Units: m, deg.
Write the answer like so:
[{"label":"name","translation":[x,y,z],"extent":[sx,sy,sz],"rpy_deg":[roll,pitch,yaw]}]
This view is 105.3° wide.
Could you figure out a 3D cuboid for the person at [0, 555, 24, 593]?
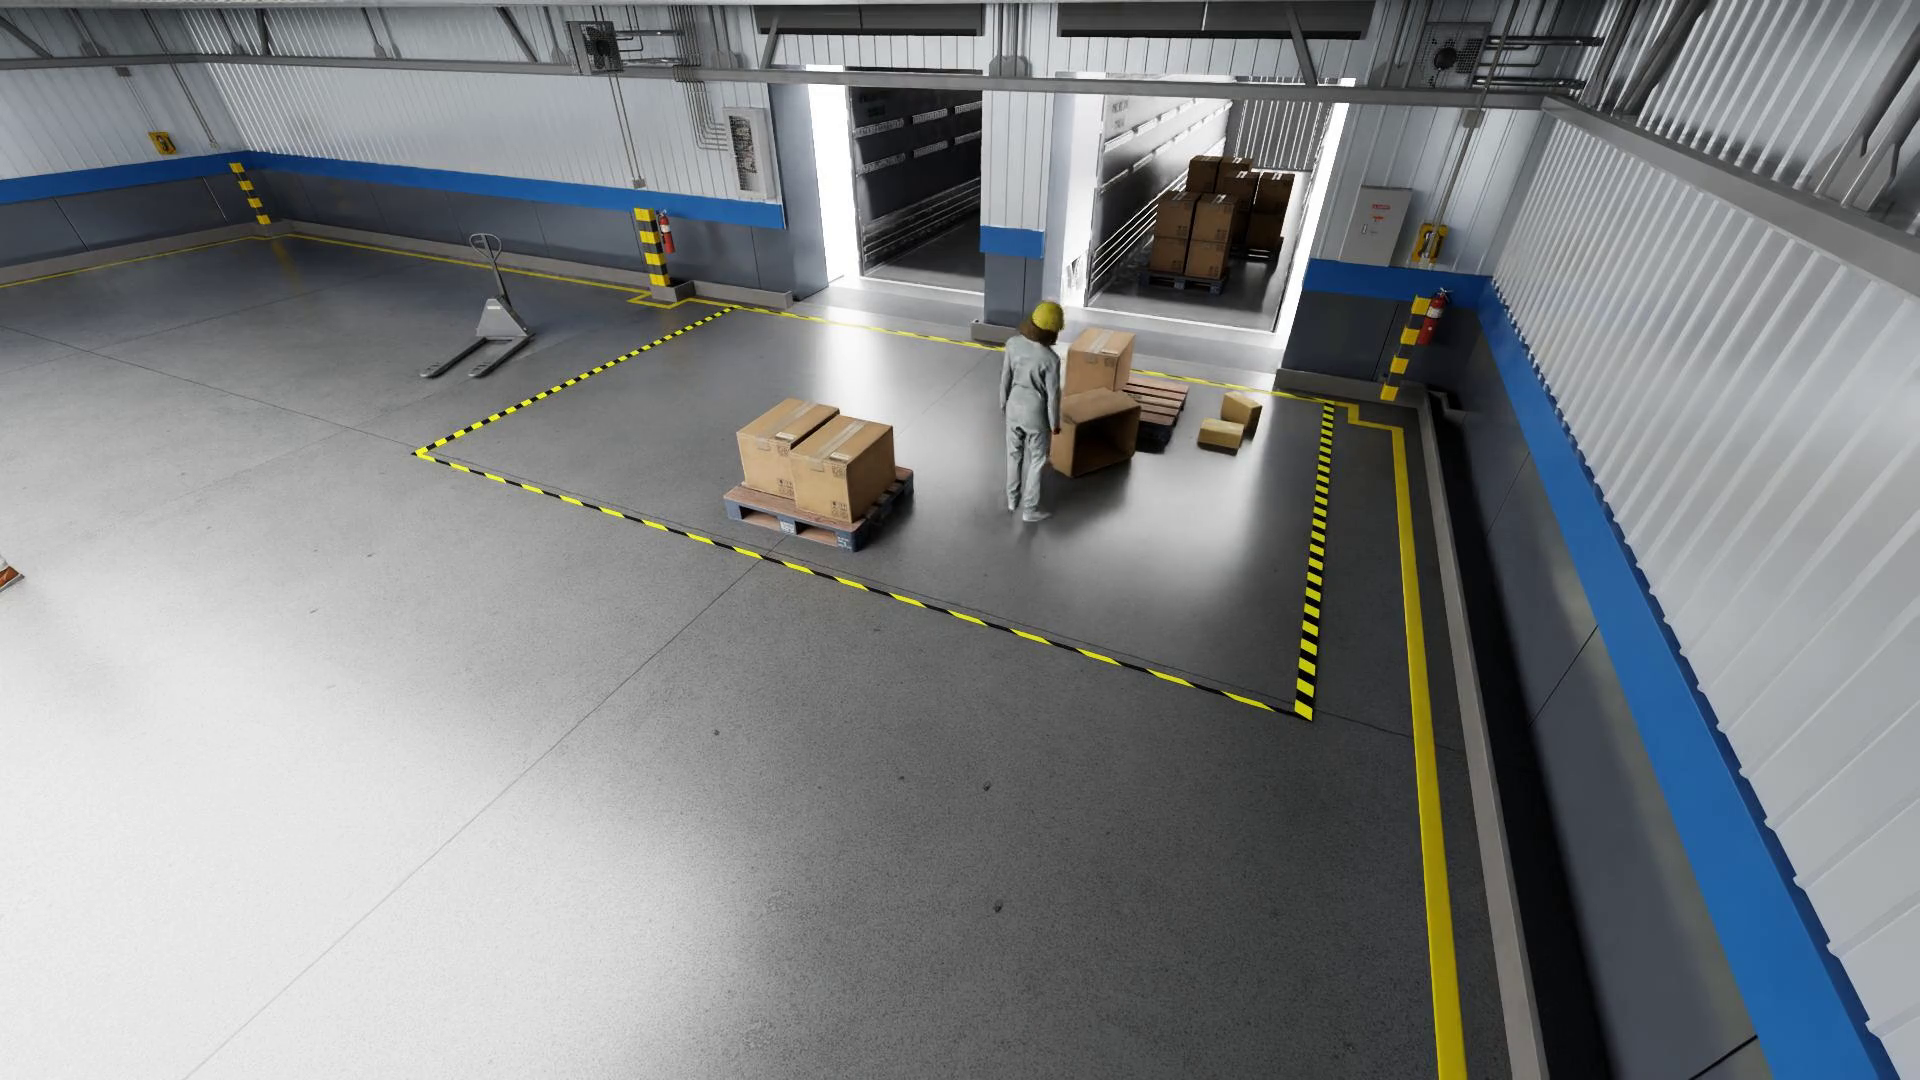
[{"label":"person","translation":[-6.919,-0.453,4.645],"extent":[0.616,1.945,0.391],"rpy_deg":[7,36,9]}]

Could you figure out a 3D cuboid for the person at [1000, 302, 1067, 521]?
[{"label":"person","translation":[0.517,-0.946,5.540],"extent":[0.516,1.717,0.347],"rpy_deg":[25,42,30]}]

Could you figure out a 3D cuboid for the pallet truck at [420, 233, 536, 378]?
[{"label":"pallet truck","translation":[-5.664,-2.712,8.427],"extent":[0.680,1.201,1.601],"rpy_deg":[0,35,-1]}]
